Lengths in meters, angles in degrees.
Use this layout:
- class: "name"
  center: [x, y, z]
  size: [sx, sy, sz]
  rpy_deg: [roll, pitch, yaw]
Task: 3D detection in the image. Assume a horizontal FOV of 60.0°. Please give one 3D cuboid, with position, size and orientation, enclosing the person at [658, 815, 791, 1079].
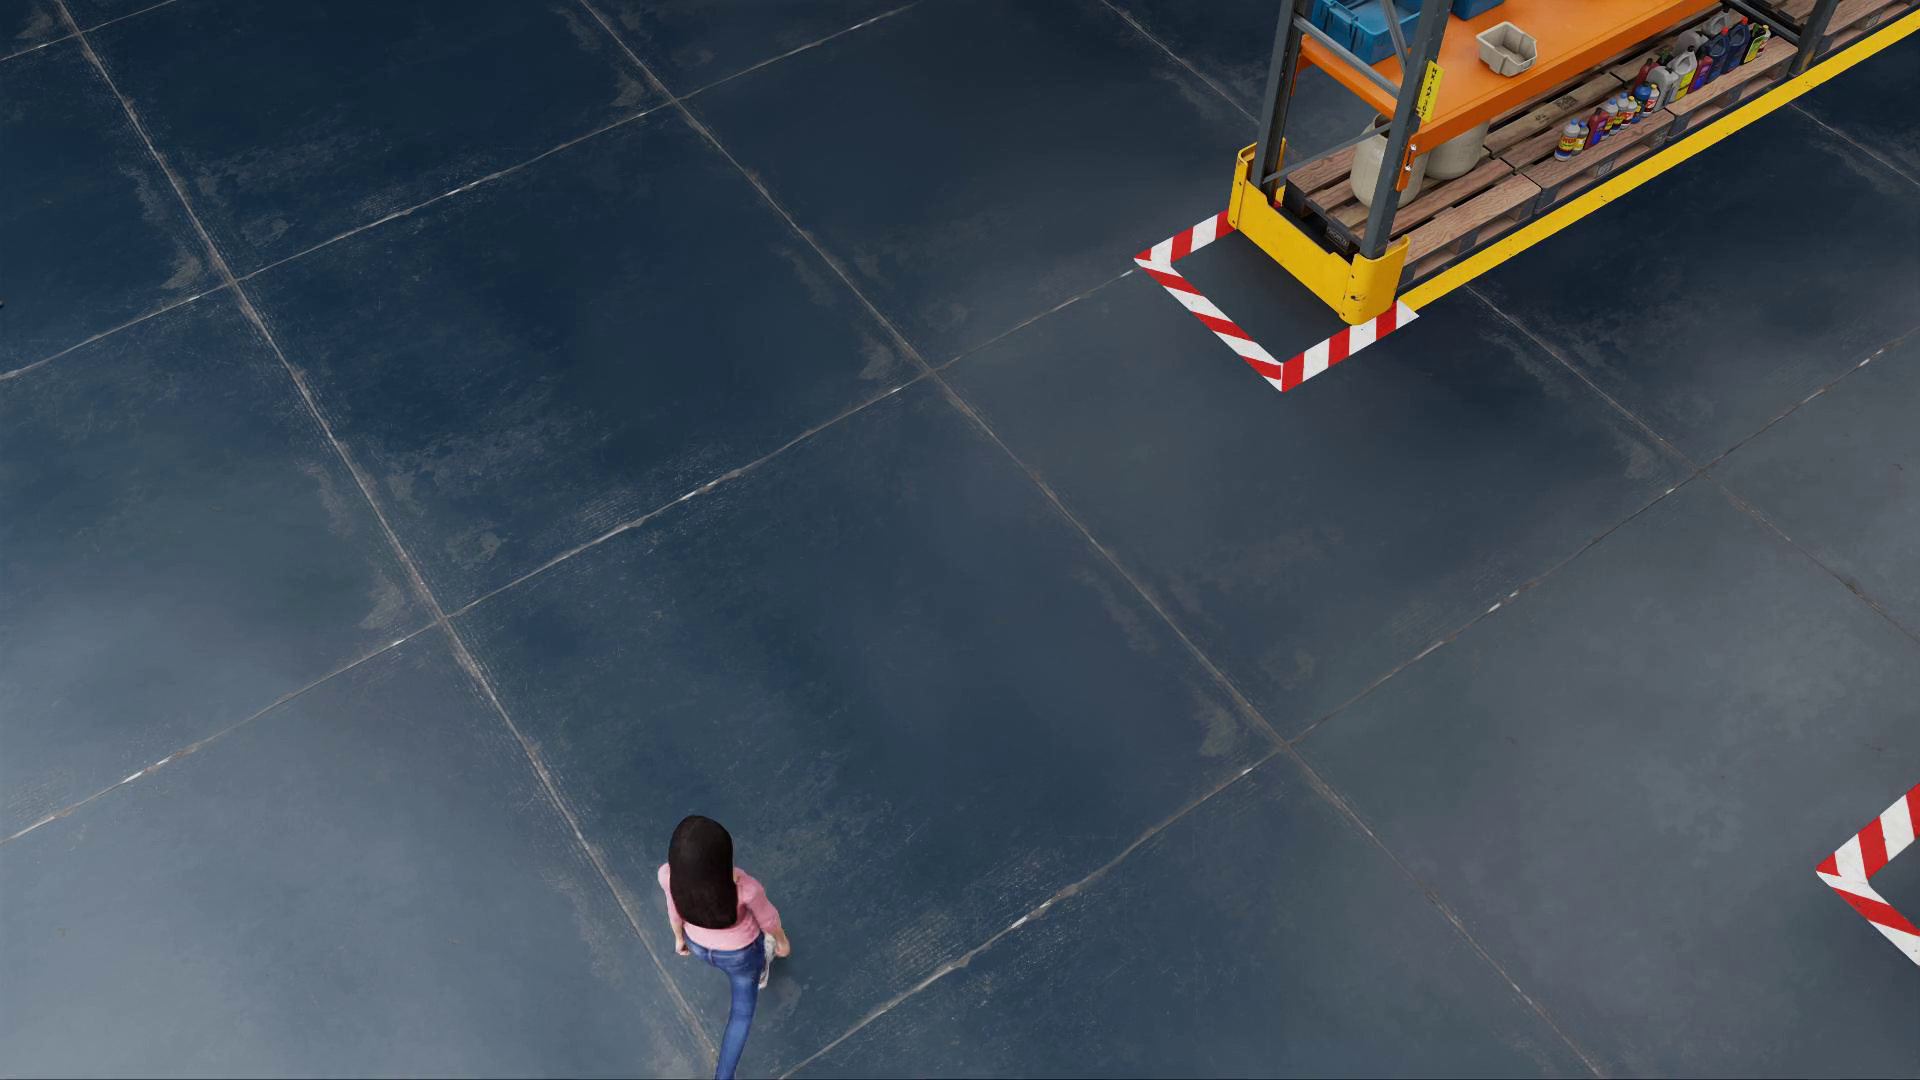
- class: "person"
  center: [-0.927, 1.612, 6.398]
  size: [1.057, 1.710, 1.159]
  rpy_deg: [11, 53, 9]
